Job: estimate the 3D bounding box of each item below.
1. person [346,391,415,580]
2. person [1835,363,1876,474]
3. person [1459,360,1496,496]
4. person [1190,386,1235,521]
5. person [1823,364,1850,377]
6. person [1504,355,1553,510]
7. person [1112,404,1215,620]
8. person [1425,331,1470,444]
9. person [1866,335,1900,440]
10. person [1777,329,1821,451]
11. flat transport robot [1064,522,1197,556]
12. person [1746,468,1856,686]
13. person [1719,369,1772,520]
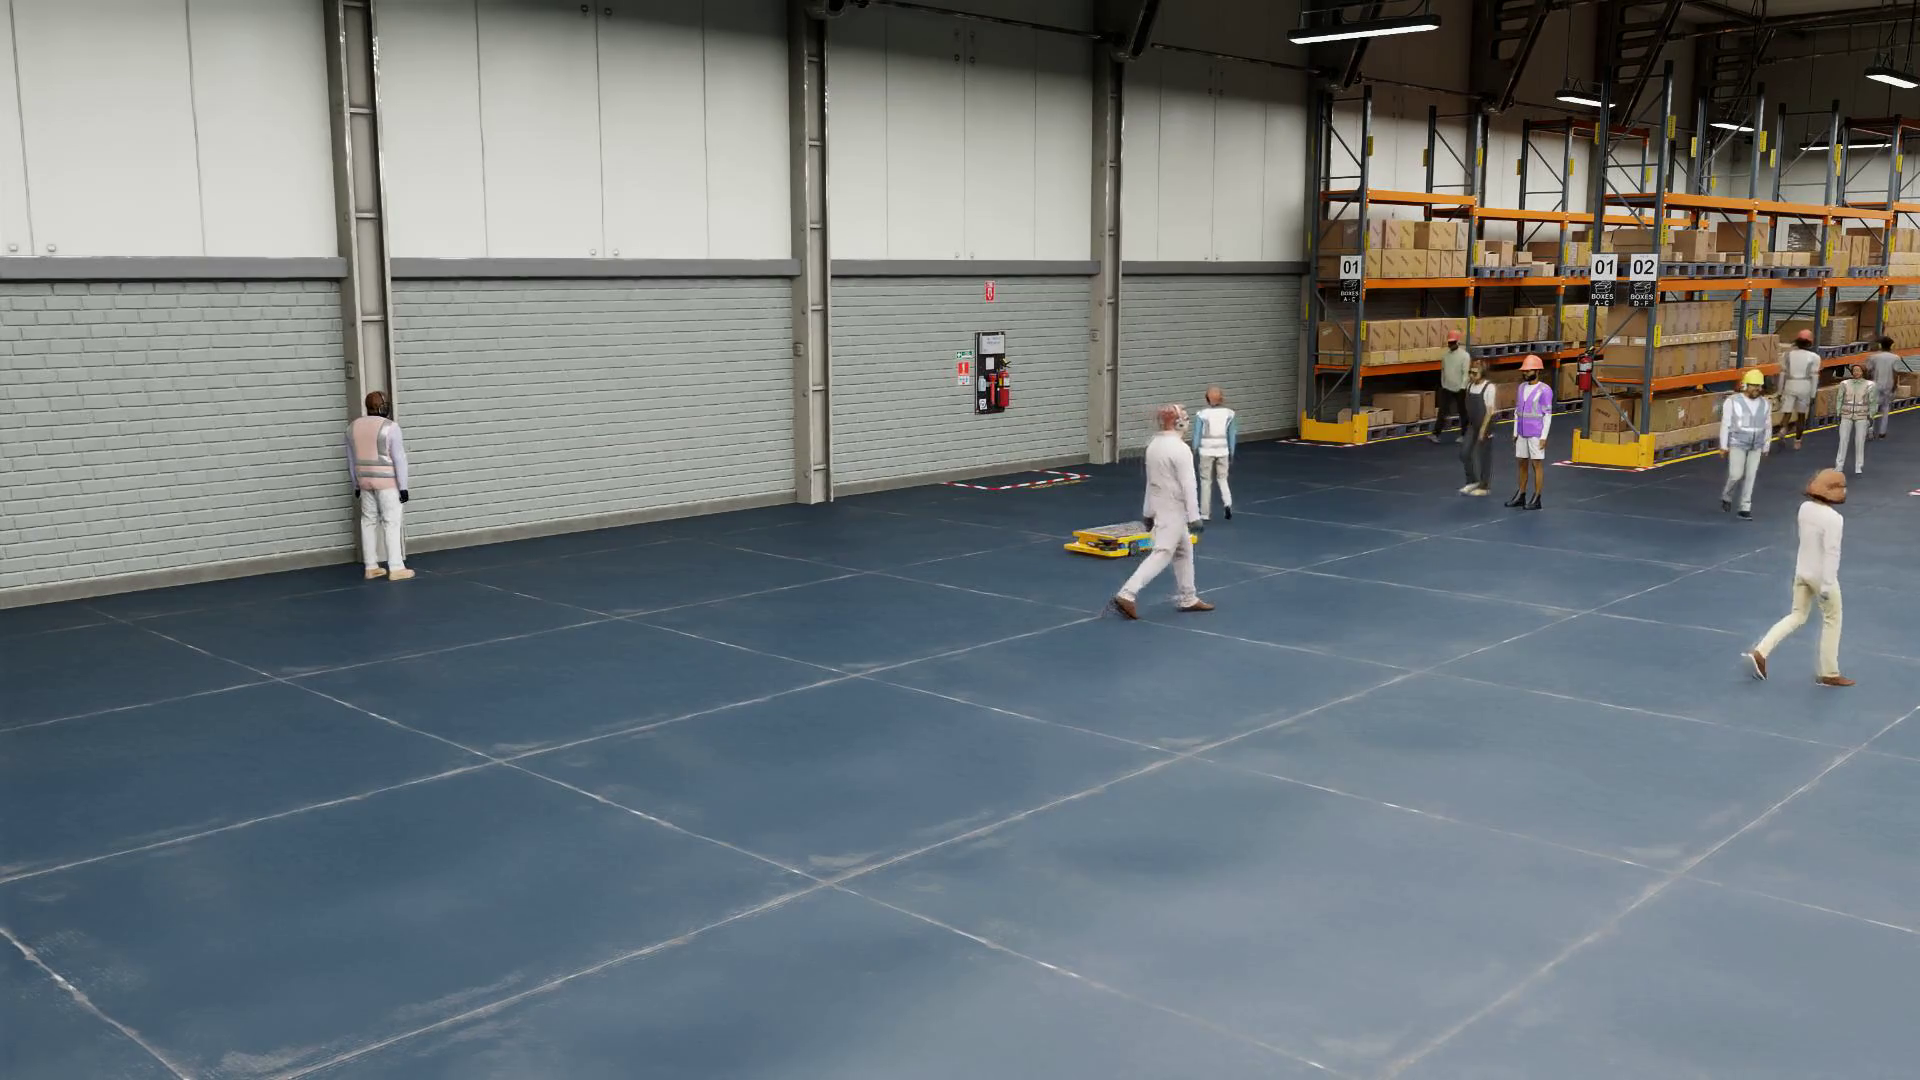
[{"bbox_3d":[-5.629,-0.529,16.186,0.634,1.841,0.429,3,10,19],"label":"person"},{"bbox_3d":[13.191,-1.796,24.516,0.515,1.642,0.314,7,12,38],"label":"person"},{"bbox_3d":[6.866,-1.467,21.996,0.536,1.814,0.501,-6,11,-31],"label":"person"},{"bbox_3d":[3.017,-1.013,19.789,0.539,1.627,0.504,-2,10,-13],"label":"person"},{"bbox_3d":[19.631,-4.030,37.284,0.593,1.921,0.392,7,12,38],"label":"person"},{"bbox_3d":[7.150,-1.347,20.872,0.369,1.939,0.542,-5,10,-26],"label":"person"},{"bbox_3d":[1.768,-0.248,14.409,0.961,1.870,0.644,-2,9,-11],"label":"person"},{"bbox_3d":[8.468,-2.617,28.602,1.018,1.941,0.624,-7,12,-38],"label":"person"},{"bbox_3d":[16.227,-2.679,29.299,0.521,1.847,0.841,7,12,36],"label":"person"},{"bbox_3d":[13.757,-2.450,27.342,0.627,2.023,0.746,7,12,36],"label":"person"},{"bbox_3d":[1.842,-0.027,17.896,1.431,0.197,0.652,-9,13,-42],"label":"flat transport robot"},{"bbox_3d":[6.122,0.271,12.010,0.727,1.611,0.498,-1,9,-6],"label":"person"},{"bbox_3d":[9.450,-1.146,20.003,0.616,1.819,0.429,0,9,-2],"label":"person"}]
